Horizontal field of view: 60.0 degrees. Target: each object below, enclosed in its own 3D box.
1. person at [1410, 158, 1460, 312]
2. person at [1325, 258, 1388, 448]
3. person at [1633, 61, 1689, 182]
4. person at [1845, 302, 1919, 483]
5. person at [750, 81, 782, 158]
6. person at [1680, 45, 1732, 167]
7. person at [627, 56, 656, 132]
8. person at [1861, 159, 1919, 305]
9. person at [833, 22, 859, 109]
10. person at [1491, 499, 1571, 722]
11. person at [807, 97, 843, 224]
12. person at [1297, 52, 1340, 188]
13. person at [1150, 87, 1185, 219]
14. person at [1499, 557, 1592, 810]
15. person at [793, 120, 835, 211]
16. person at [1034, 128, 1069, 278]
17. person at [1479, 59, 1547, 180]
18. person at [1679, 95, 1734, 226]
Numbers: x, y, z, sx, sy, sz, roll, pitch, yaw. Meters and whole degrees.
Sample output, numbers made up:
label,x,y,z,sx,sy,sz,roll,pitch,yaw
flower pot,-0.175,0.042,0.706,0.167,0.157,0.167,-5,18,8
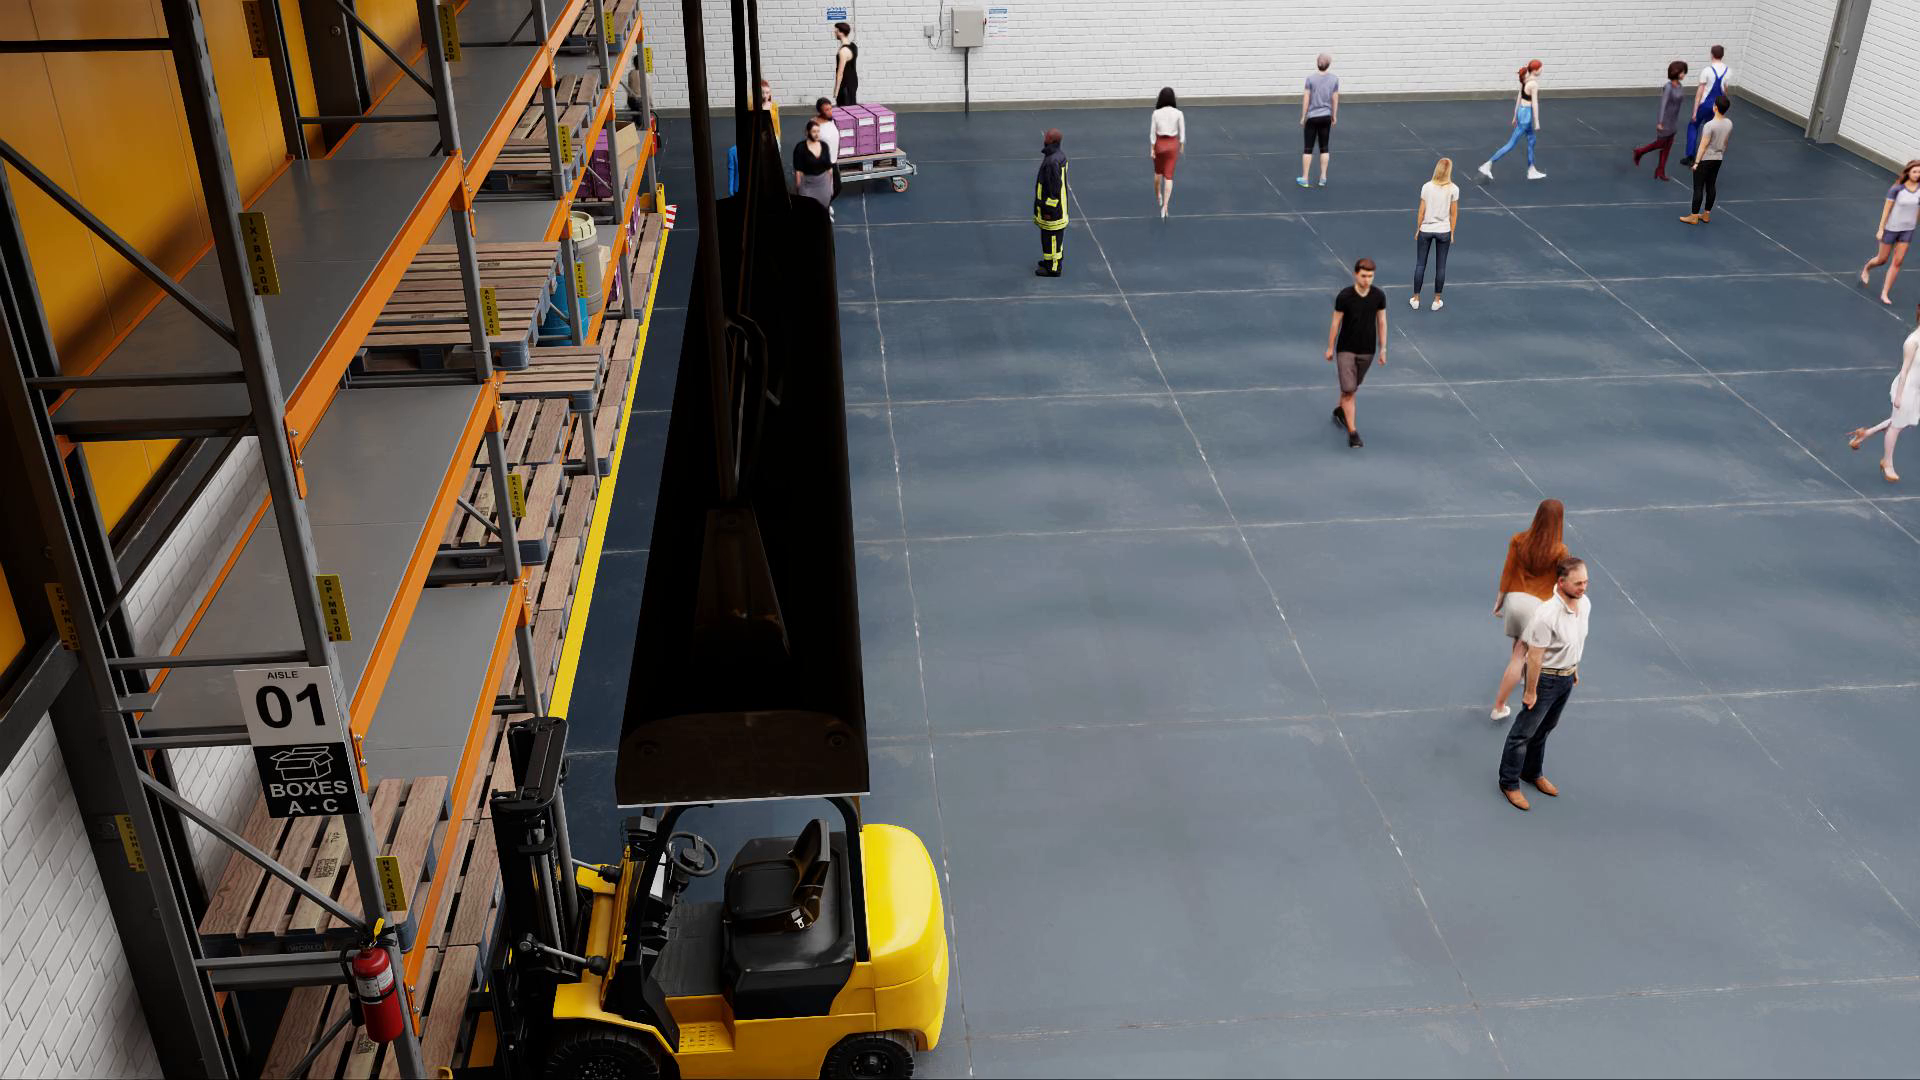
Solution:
label,x,y,z,sx,sy,sz,roll,pitch,yaw
person,5.551,-3.574,19.434,0.654,1.809,0.625,8,30,15
person,3.877,-1.899,16.358,0.695,1.815,1.166,-3,29,-5
person,10.211,-6.094,24.171,0.857,1.697,0.973,-21,35,-33
person,8.723,-1.400,15.481,0.798,1.778,0.908,-18,34,-30
person,-2.700,-5.471,23.016,0.776,1.709,1.141,-10,30,-17
person,11.007,-6.282,24.382,0.684,1.825,0.826,0,29,0
person,-4.978,-6.730,25.603,0.701,1.443,0.718,8,30,14
person,11.113,-3.700,19.766,0.686,1.713,0.953,2,29,4
person,-1.654,-7.013,25.667,0.873,1.878,0.779,5,29,9
person,4.089,0.541,12.032,1.117,1.674,1.167,23,36,35
person,-1.860,-5.142,22.448,0.834,1.676,0.761,19,34,31
person,5.137,-6.027,23.850,0.664,1.887,0.550,-2,29,-3
person,2.797,-5.201,22.529,0.812,1.701,1.184,5,29,8
person,3.939,0.913,11.160,0.748,1.855,0.735,-17,33,-28
person,-1.907,-4.489,21.179,0.807,1.744,0.870,-15,32,-25
person,1.145,-4.183,20.537,0.887,1.822,0.726,6,29,11
person,8.026,-5.993,23.942,0.614,1.740,1.196,-2,29,-4
person,10.071,-5.111,22.341,0.661,1.724,0.621,-11,30,-19
